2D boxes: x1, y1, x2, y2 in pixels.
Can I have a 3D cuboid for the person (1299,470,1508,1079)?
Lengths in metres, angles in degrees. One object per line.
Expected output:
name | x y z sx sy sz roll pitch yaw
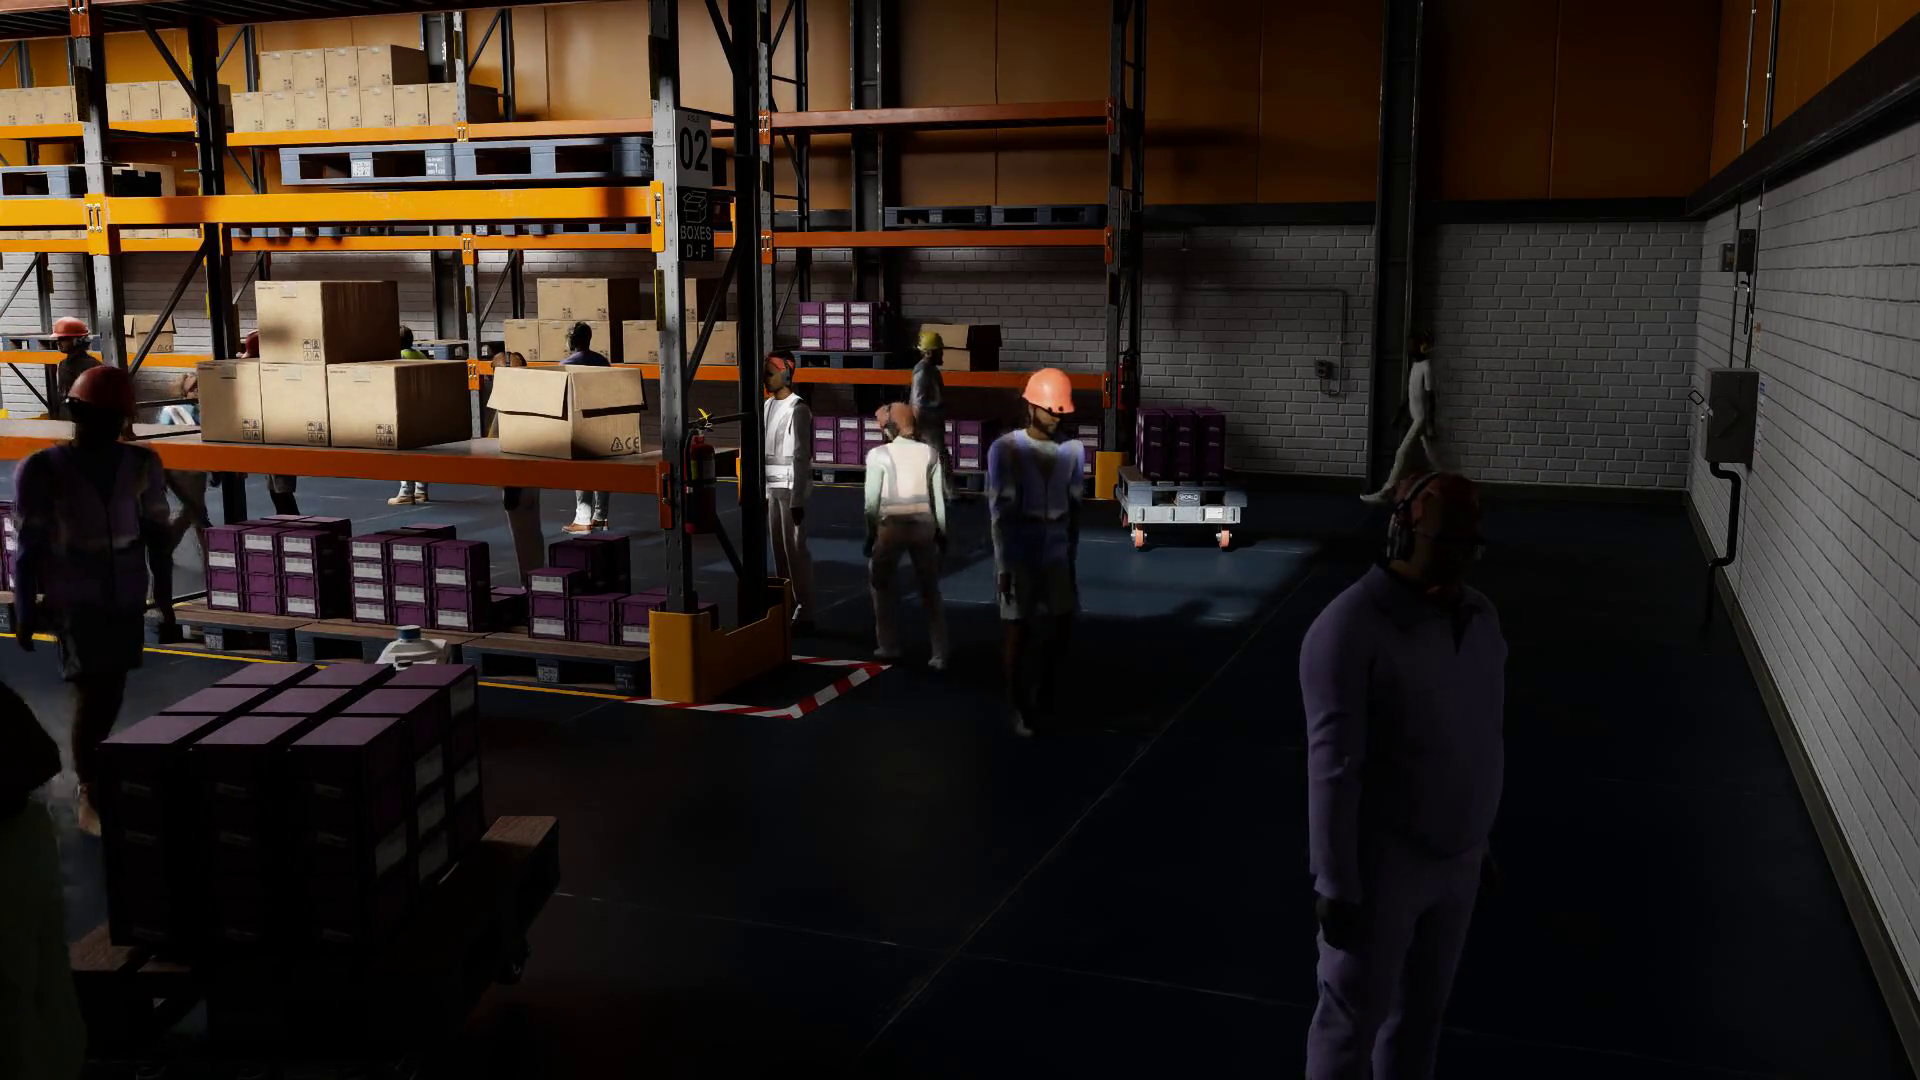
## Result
person | 1.102 0.776 4.031 0.643 1.902 0.399 -7 11 -37

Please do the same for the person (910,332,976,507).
person | -0.325 -1.227 16.972 0.921 1.789 0.609 1 9 7

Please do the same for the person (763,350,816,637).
person | -1.143 -0.304 10.899 0.352 1.878 0.568 -4 10 -26

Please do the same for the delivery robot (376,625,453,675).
delivery robot | -2.812 0.681 8.540 0.477 0.478 0.707 -2 9 -11

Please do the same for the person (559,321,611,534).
person | -3.432 -1.019 15.176 0.372 1.940 0.630 5 10 26

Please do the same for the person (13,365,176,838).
person | -3.790 0.228 7.257 0.947 1.986 0.651 8 12 41

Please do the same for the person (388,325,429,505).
person | -5.708 -1.278 17.112 0.429 1.844 0.623 2 9 14

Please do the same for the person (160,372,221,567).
person | -6.182 -0.548 13.268 0.812 1.597 0.531 3 10 18

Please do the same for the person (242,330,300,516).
person | -5.451 -0.701 13.202 0.374 1.932 0.542 -6 11 -34

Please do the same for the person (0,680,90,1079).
person | -1.812 1.042 3.287 0.816 1.601 0.505 -3 10 -20

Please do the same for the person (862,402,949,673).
person | -0.336 -0.021 9.932 0.556 1.603 0.657 -5 10 -30

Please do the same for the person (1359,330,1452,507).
person | 4.619 -1.210 16.802 1.026 1.804 0.522 1 9 8

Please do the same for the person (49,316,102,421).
person | -7.787 -0.976 14.732 0.623 1.992 0.397 6 11 31

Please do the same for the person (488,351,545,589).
person | -3.079 -0.392 11.576 0.429 1.836 0.620 -2 9 -10

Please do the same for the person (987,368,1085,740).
person | 0.388 0.082 8.381 0.553 1.907 0.493 -4 10 -21
